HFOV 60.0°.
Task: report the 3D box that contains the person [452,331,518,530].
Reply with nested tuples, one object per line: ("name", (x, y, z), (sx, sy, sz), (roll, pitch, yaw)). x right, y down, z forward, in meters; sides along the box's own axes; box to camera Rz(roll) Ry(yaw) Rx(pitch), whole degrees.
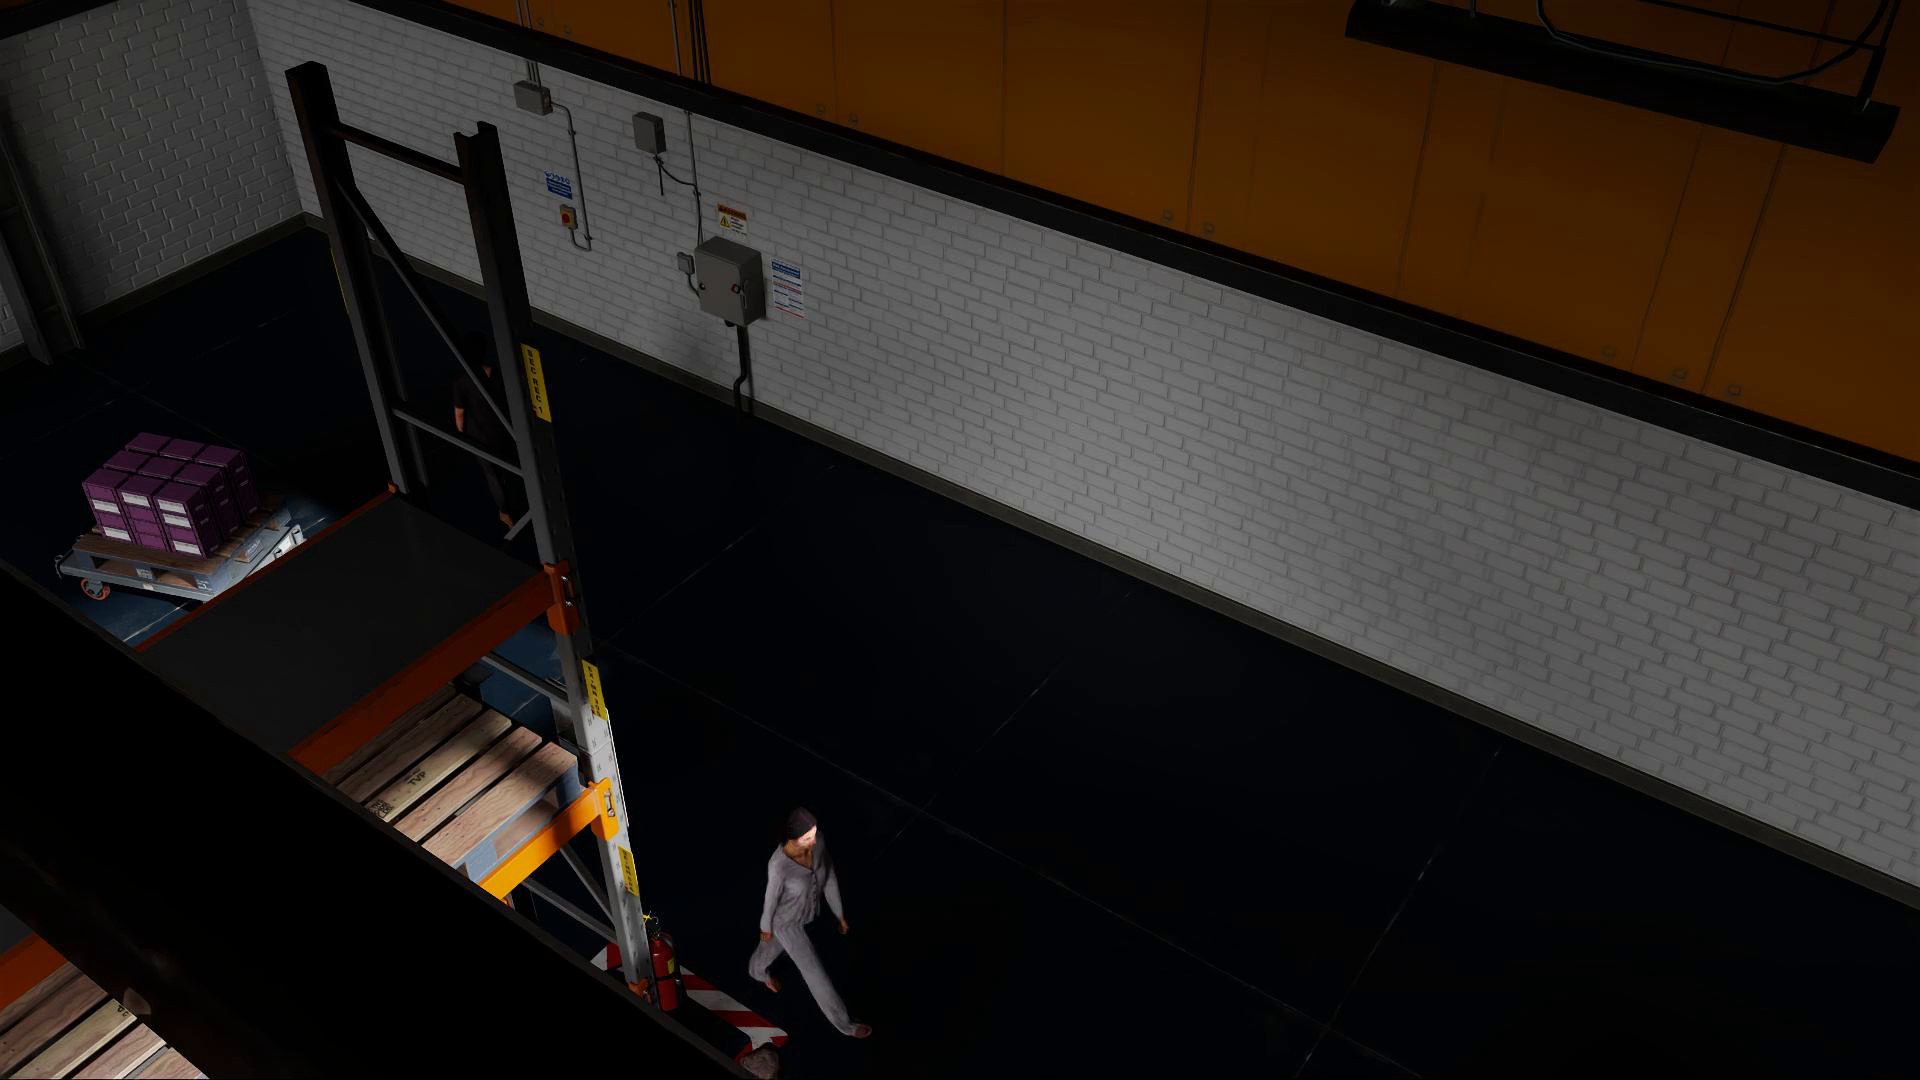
("person", (-3.729, -0.831, 13.253), (1.071, 1.674, 1.001), (-19, 42, -22))

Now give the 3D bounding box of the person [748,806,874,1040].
("person", (-1.027, 2.102, 9.541), (0.682, 1.722, 1.100), (22, 43, 25))
